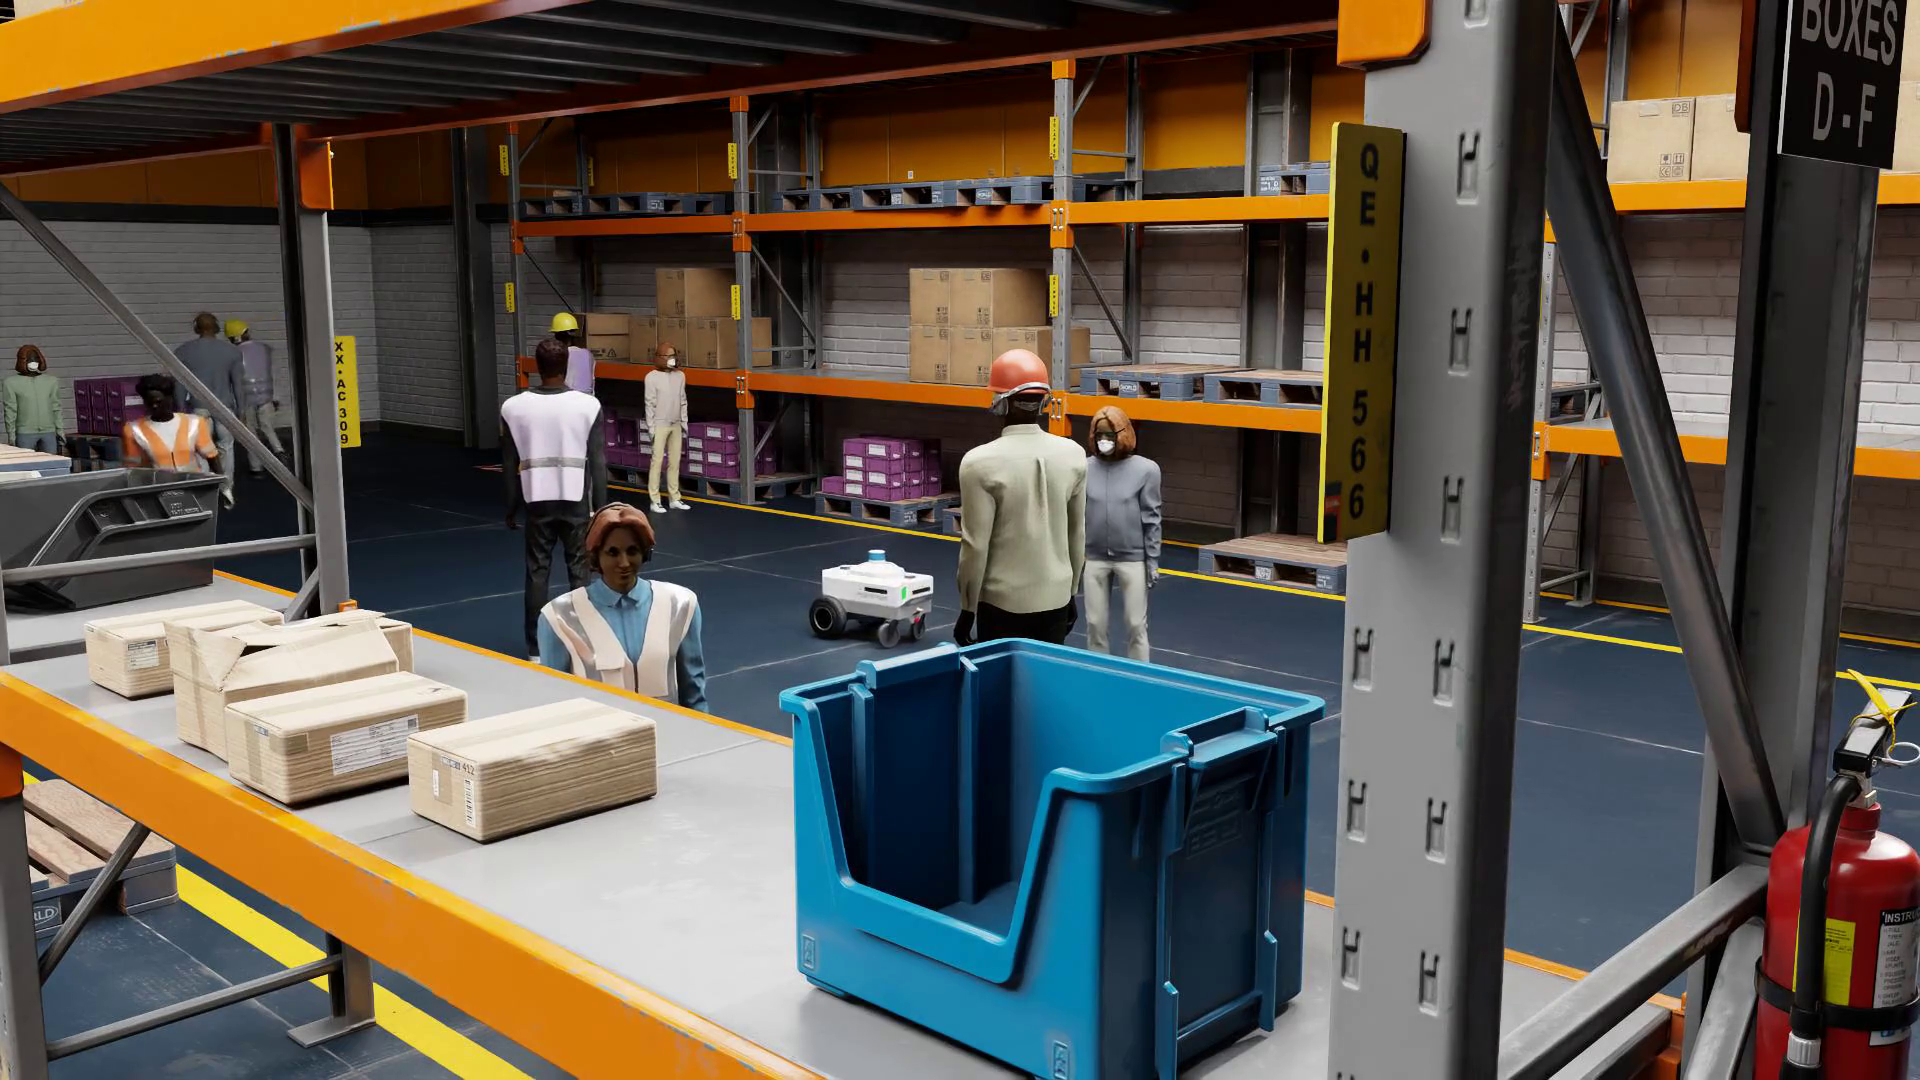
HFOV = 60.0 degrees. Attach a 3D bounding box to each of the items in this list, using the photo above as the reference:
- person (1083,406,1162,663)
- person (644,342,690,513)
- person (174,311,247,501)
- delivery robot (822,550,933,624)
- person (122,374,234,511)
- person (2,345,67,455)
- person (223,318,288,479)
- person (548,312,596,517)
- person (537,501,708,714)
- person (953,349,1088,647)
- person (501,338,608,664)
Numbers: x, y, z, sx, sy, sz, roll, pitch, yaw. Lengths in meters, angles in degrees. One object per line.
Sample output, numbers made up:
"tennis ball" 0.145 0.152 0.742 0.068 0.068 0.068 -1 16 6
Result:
"person" 0.785 0.119 8.564 0.508 1.623 0.294 3 10 20
"person" -2.793 -1.070 15.858 0.283 1.626 0.501 7 12 37
"person" -7.345 -1.291 16.324 0.644 1.914 0.860 -3 10 -20
"delivery robot" -0.517 0.306 10.395 0.707 0.478 0.477 7 11 36
"person" -5.197 -0.292 11.025 0.617 1.644 0.863 -7 12 -38
"person" -8.392 -0.955 15.109 0.271 1.632 0.508 7 12 38
"person" -7.709 -1.535 18.200 0.616 1.786 0.630 8 12 39
"person" -3.583 -1.125 15.300 0.402 1.919 0.588 4 10 24
"person" -1.006 0.695 5.002 0.514 1.634 0.311 -5 10 -27
"person" 0.241 0.227 6.762 0.612 1.995 0.382 -6 11 -34
"person" -2.363 -0.218 9.749 0.612 1.911 0.396 -1 9 -6
